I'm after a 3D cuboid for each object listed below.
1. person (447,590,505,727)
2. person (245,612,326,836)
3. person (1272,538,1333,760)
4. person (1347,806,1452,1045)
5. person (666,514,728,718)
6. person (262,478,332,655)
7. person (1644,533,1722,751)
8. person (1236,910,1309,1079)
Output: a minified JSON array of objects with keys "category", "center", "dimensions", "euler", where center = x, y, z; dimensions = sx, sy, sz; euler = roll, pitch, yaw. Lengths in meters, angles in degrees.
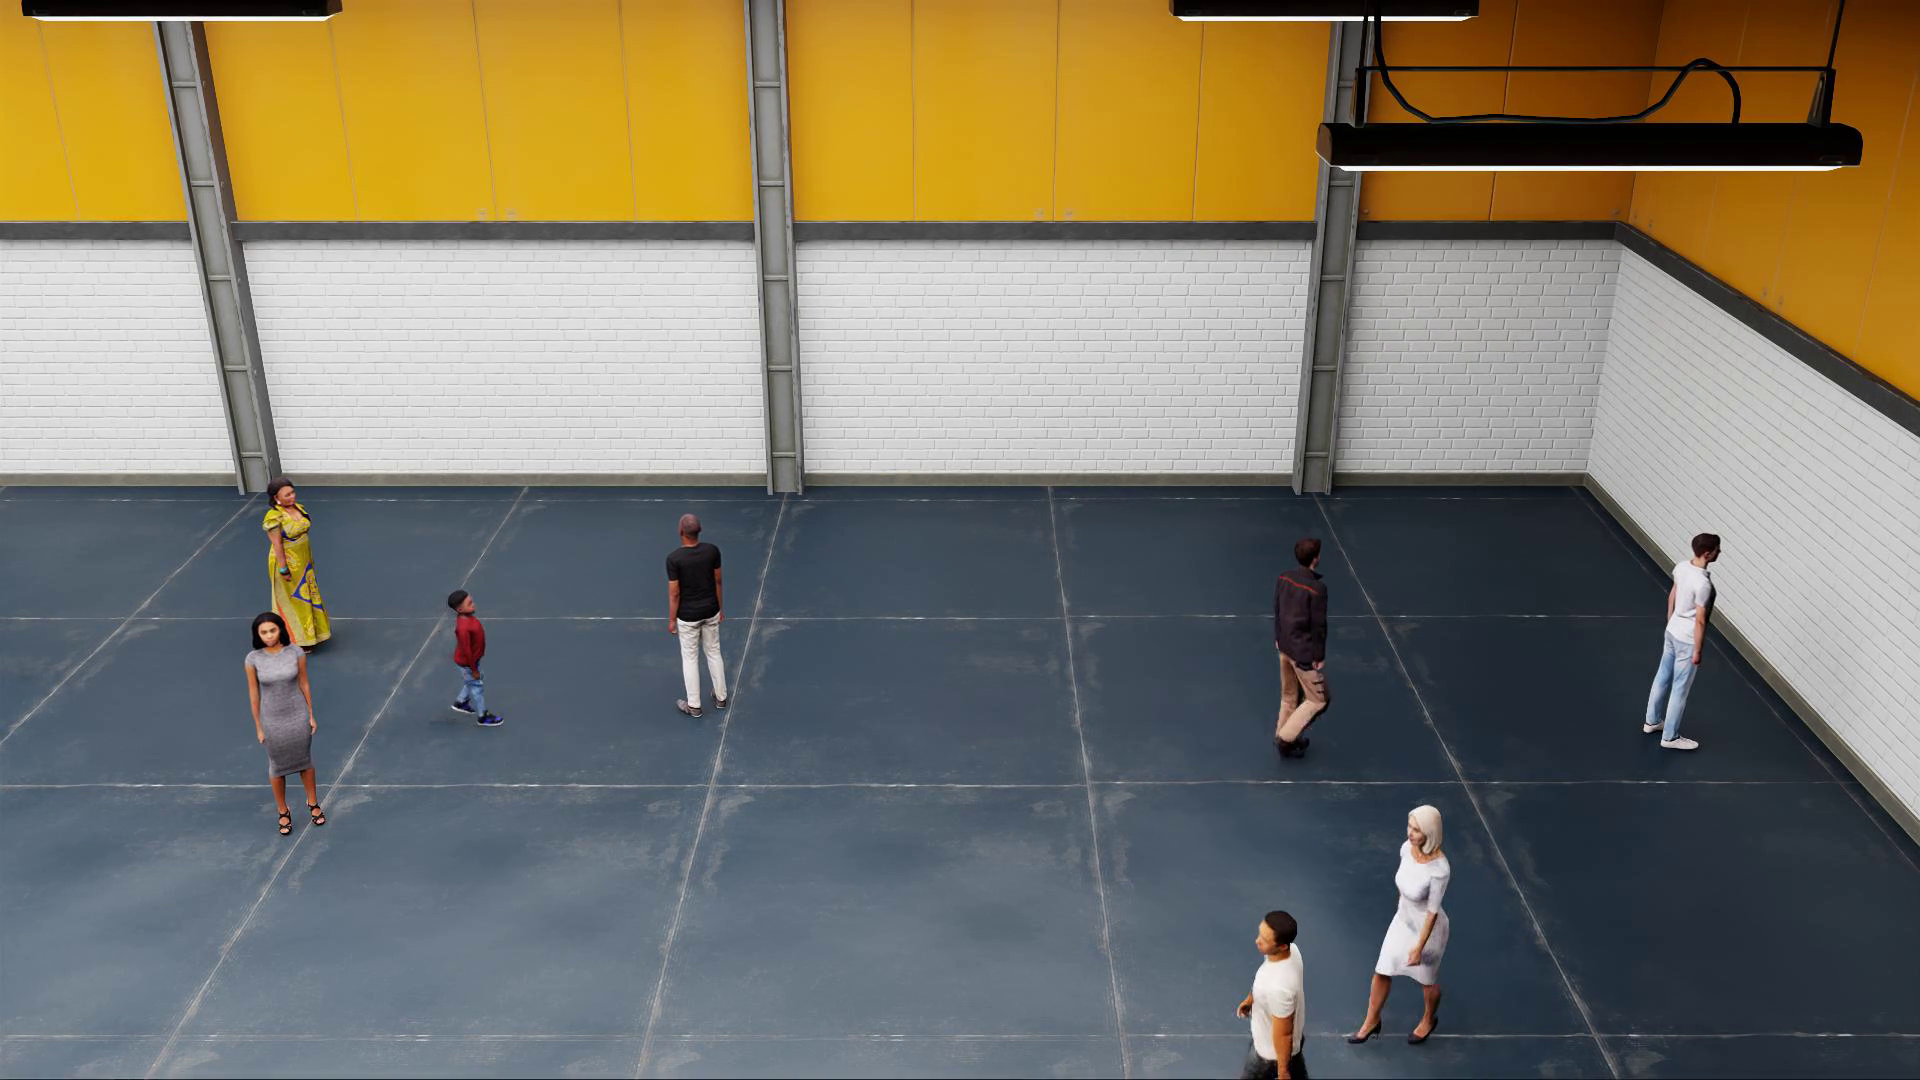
[{"category":"person","center":[-4.139,0.979,13.891],"dimensions":[0.696,1.250,0.610],"euler":[-6,24,-12]},{"category":"person","center":[-5.026,1.351,12.377],"dimensions":[0.611,1.781,0.722],"euler":[-13,27,-27]},{"category":"person","center":[2.652,0.908,13.225],"dimensions":[0.913,1.913,0.872],"euler":[-16,28,-32]},{"category":"person","center":[2.872,2.357,10.146],"dimensions":[0.922,1.726,0.786],"euler":[-13,27,-27]},{"category":"person","center":[-2.216,0.627,14.005],"dimensions":[0.724,1.804,0.823],"euler":[-16,28,-32]},{"category":"person","center":[-6.080,0.207,15.146],"dimensions":[0.800,1.661,0.878],"euler":[3,24,6]},{"category":"person","center":[5.905,0.797,13.558],"dimensions":[0.557,1.850,0.653],"euler":[-2,24,-4]},{"category":"person","center":[1.834,2.793,9.113],"dimensions":[1.223,1.754,0.952],"euler":[9,25,21]}]
